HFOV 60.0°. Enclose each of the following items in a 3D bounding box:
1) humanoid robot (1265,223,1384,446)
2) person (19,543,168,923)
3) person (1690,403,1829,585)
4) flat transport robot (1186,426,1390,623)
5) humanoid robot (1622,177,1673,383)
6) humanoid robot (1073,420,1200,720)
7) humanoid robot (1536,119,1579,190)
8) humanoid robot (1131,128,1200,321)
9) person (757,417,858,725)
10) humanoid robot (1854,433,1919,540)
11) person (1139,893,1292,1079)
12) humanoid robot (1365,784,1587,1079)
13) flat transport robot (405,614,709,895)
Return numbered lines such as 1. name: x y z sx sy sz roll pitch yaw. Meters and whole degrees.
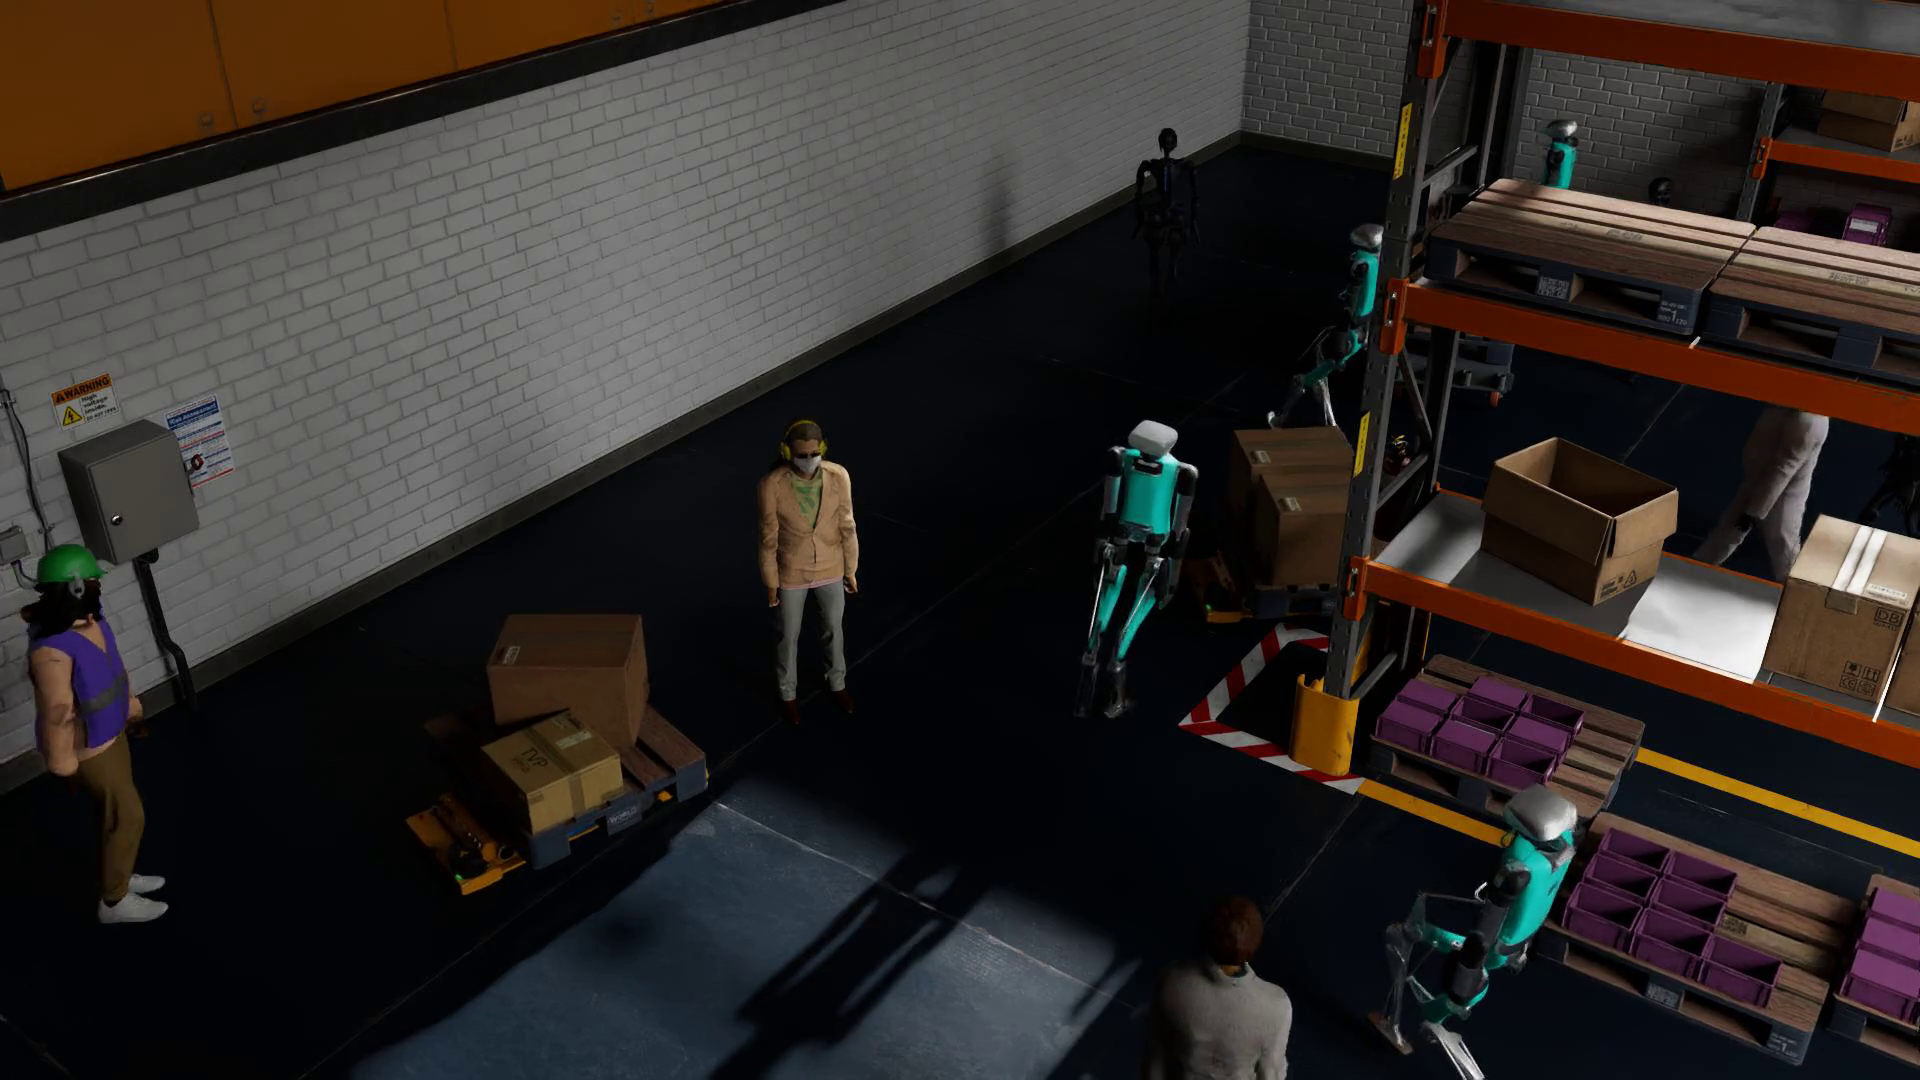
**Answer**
1. humanoid robot: 2.631 -1.492 12.217 0.880 1.827 0.550 20 35 30
2. person: -4.074 0.916 7.829 0.452 1.886 0.601 -5 30 -9
3. person: 4.785 -0.319 9.998 0.994 1.849 0.676 8 31 14
4. flat transport robot: 2.213 0.254 10.599 1.431 0.231 0.659 -2 30 -4
5. humanoid robot: 5.489 -2.082 13.238 0.419 1.647 0.593 -22 37 -33
6. humanoid robot: 0.908 0.294 9.107 0.556 1.834 0.756 14 33 23
7. humanoid robot: 4.890 -2.713 14.380 0.730 1.900 0.548 18 35 28
8. humanoid robot: 1.798 -2.777 14.488 0.602 1.625 0.774 6 31 10
9. person: -0.834 0.159 9.170 0.554 1.869 0.391 -10 31 -16
10. humanoid robot: 5.965 -0.450 10.458 0.762 1.633 0.601 8 31 14
11. person: 0.889 2.038 5.961 0.513 1.813 0.671 10 31 16
12. humanoid robot: 2.000 1.623 6.797 0.530 1.739 1.050 -24 38 -35
13. flat transport robot: -2.105 1.328 8.736 1.431 0.231 0.659 -23 37 -34
